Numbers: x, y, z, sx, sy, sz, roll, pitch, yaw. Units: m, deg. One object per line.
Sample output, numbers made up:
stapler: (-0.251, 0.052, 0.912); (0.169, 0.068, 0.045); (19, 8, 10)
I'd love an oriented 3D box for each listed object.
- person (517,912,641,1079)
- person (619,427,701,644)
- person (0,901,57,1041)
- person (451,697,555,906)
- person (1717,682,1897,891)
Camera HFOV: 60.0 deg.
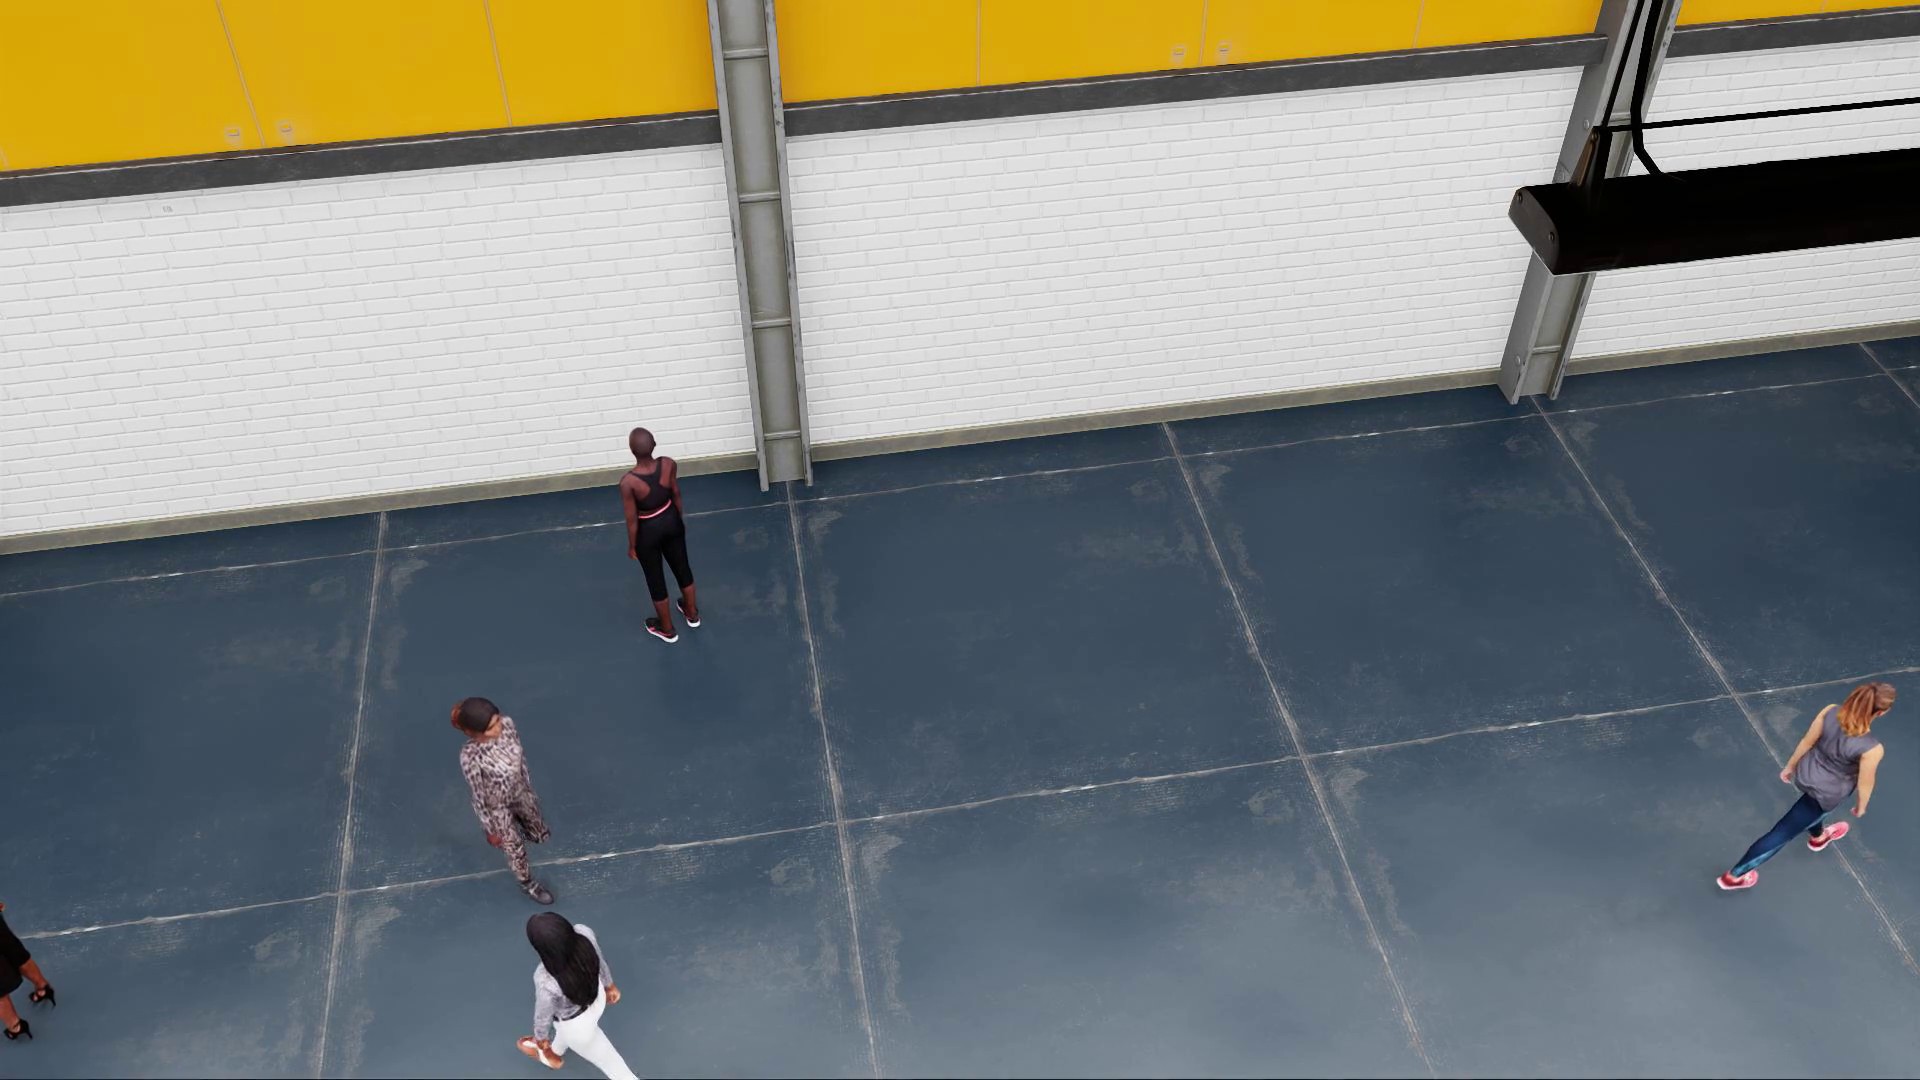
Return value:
person: (-1.829, 2.452, 8.378); (1.285, 1.665, 1.050); (16, 46, 16)
person: (-1.981, -0.043, 10.930); (0.628, 1.758, 0.726); (-30, 51, -28)
person: (-5.216, 2.068, 8.792); (0.654, 1.650, 0.652); (9, 44, 9)
person: (-2.641, 1.451, 9.397); (0.853, 1.708, 0.790); (24, 49, 23)
person: (4.792, 1.452, 9.427); (1.205, 1.667, 0.733); (-15, 46, -15)
